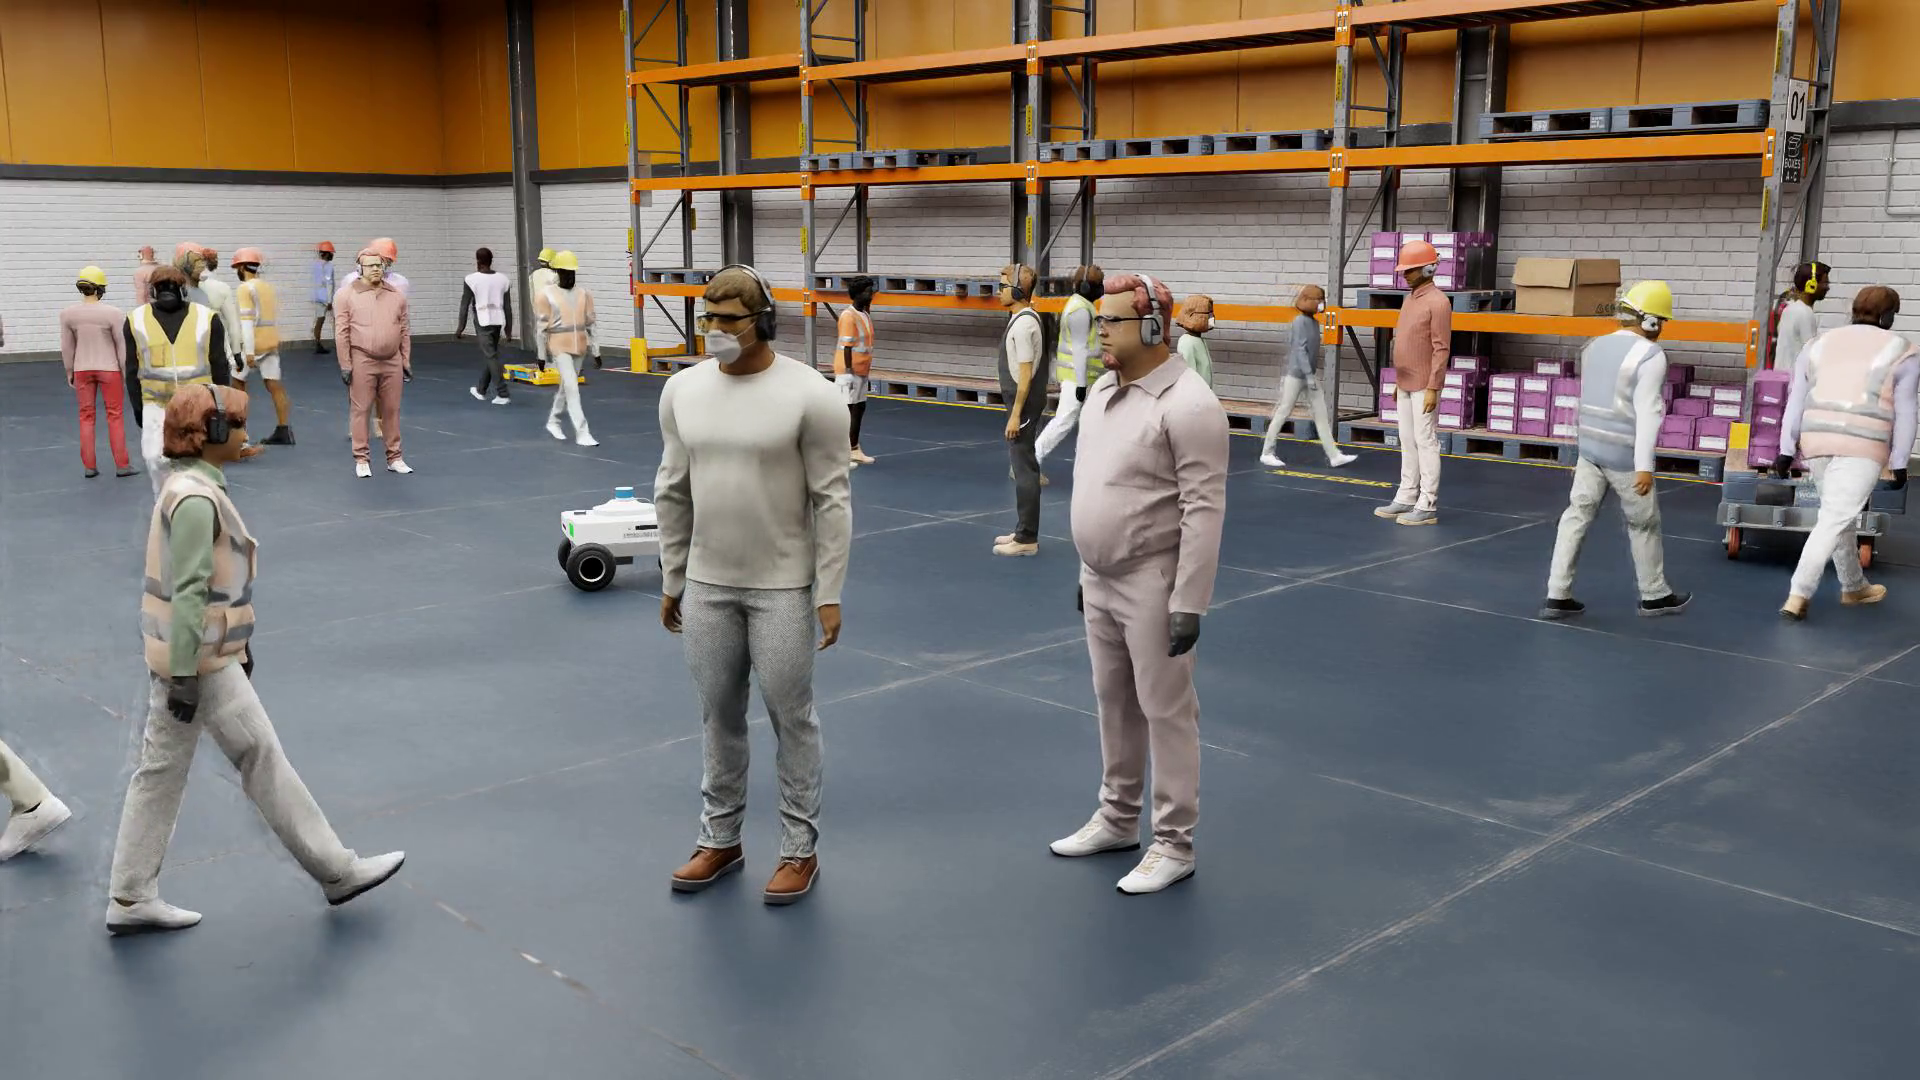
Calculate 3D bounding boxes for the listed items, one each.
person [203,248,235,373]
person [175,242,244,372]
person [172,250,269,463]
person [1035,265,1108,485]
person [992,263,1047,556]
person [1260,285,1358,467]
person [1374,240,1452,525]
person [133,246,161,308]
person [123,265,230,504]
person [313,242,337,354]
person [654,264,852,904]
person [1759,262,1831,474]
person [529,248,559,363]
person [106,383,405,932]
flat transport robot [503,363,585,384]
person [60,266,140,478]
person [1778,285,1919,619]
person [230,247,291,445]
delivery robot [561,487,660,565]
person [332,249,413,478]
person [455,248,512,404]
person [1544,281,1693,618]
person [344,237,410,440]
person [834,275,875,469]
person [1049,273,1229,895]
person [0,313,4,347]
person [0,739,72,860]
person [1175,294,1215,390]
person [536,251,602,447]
[{"bbox_3d":[-10.864,-3.306,24.151,0.836,1.829,0.627,0,10,-3],"label":"person"},{"bbox_3d":[-6.821,-1.691,14.966,0.698,1.960,0.572,-4,11,-22],"label":"person"},{"bbox_3d":[-6.751,-1.615,14.781,1.022,1.889,0.644,-1,10,-6],"label":"person"},{"bbox_3d":[0.924,-1.319,13.426,0.953,1.802,0.623,1,10,7],"label":"person"},{"bbox_3d":[0.376,-0.818,10.536,0.344,1.847,0.504,1,10,7],"label":"person"},{"bbox_3d":[3.030,-1.411,14.481,0.875,1.588,0.514,8,13,36],"label":"person"},{"bbox_3d":[3.207,-1.101,11.694,0.388,1.987,0.608,-2,11,-11],"label":"person"},{"bbox_3d":[-11.454,-3.195,23.451,0.785,1.869,0.635,4,11,22],"label":"person"},{"bbox_3d":[-5.179,-0.901,11.048,0.631,1.831,0.445,-4,11,-23],"label":"person"},{"bbox_3d":[-10.753,-4.143,28.499,0.570,1.898,0.896,8,13,36],"label":"person"},{"bbox_3d":[-0.635,0.141,5.056,0.635,1.936,0.354,4,11,20],"label":"person"},{"bbox_3d":[6.188,-1.093,12.111,0.964,1.823,0.513,4,11,19],"label":"person"},{"bbox_3d":[-5.932,-3.294,24.070,0.589,1.834,0.403,6,12,29],"label":"person"},{"bbox_3d":[-2.131,0.342,4.875,0.866,1.586,0.535,-5,12,-26],"label":"person"},{"bbox_3d":[-5.755,-2.301,22.920,0.652,0.197,1.431,-7,12,-34],"label":"flat transport robot"},{"bbox_3d":[-7.217,-1.402,13.939,0.529,1.767,0.329,-1,10,-5],"label":"person"},{"bbox_3d":[4.699,-0.465,8.870,0.988,1.779,0.628,-6,12,-30],"label":"person"},{"bbox_3d":[-6.891,-1.862,16.087,0.889,1.894,0.556,2,11,11],"label":"person"},{"bbox_3d":[-1.949,-0.067,9.706,0.707,0.478,0.477,-4,11,-19],"label":"delivery robot"},{"bbox_3d":[-4.921,-1.489,14.035,0.639,1.908,0.409,-9,14,-42],"label":"person"},{"bbox_3d":[-5.759,-2.595,20.173,0.999,1.864,0.607,9,14,41],"label":"person"},{"bbox_3d":[3.520,-0.461,8.748,0.893,1.772,0.699,-3,11,-18],"label":"person"},{"bbox_3d":[-5.749,-1.972,16.408,0.659,2.003,0.495,-4,11,-19],"label":"person"},{"bbox_3d":[-0.917,-1.461,14.500,0.357,1.683,0.528,3,11,18],"label":"person"},{"bbox_3d":[0.536,0.136,5.169,0.399,1.908,0.643,-5,12,-27],"label":"person"},{"bbox_3d":[-11.347,-2.369,19.230,0.548,1.747,0.590,-3,11,-14],"label":"person"},{"bbox_3d":[-3.353,0.195,5.130,0.988,1.819,0.551,-5,11,-24],"label":"person"},{"bbox_3d":[1.570,-0.821,11.132,0.282,1.633,0.500,3,11,16],"label":"person"},{"bbox_3d":[-3.832,-1.870,16.206,1.012,1.881,0.594,10,14,43],"label":"person"}]
